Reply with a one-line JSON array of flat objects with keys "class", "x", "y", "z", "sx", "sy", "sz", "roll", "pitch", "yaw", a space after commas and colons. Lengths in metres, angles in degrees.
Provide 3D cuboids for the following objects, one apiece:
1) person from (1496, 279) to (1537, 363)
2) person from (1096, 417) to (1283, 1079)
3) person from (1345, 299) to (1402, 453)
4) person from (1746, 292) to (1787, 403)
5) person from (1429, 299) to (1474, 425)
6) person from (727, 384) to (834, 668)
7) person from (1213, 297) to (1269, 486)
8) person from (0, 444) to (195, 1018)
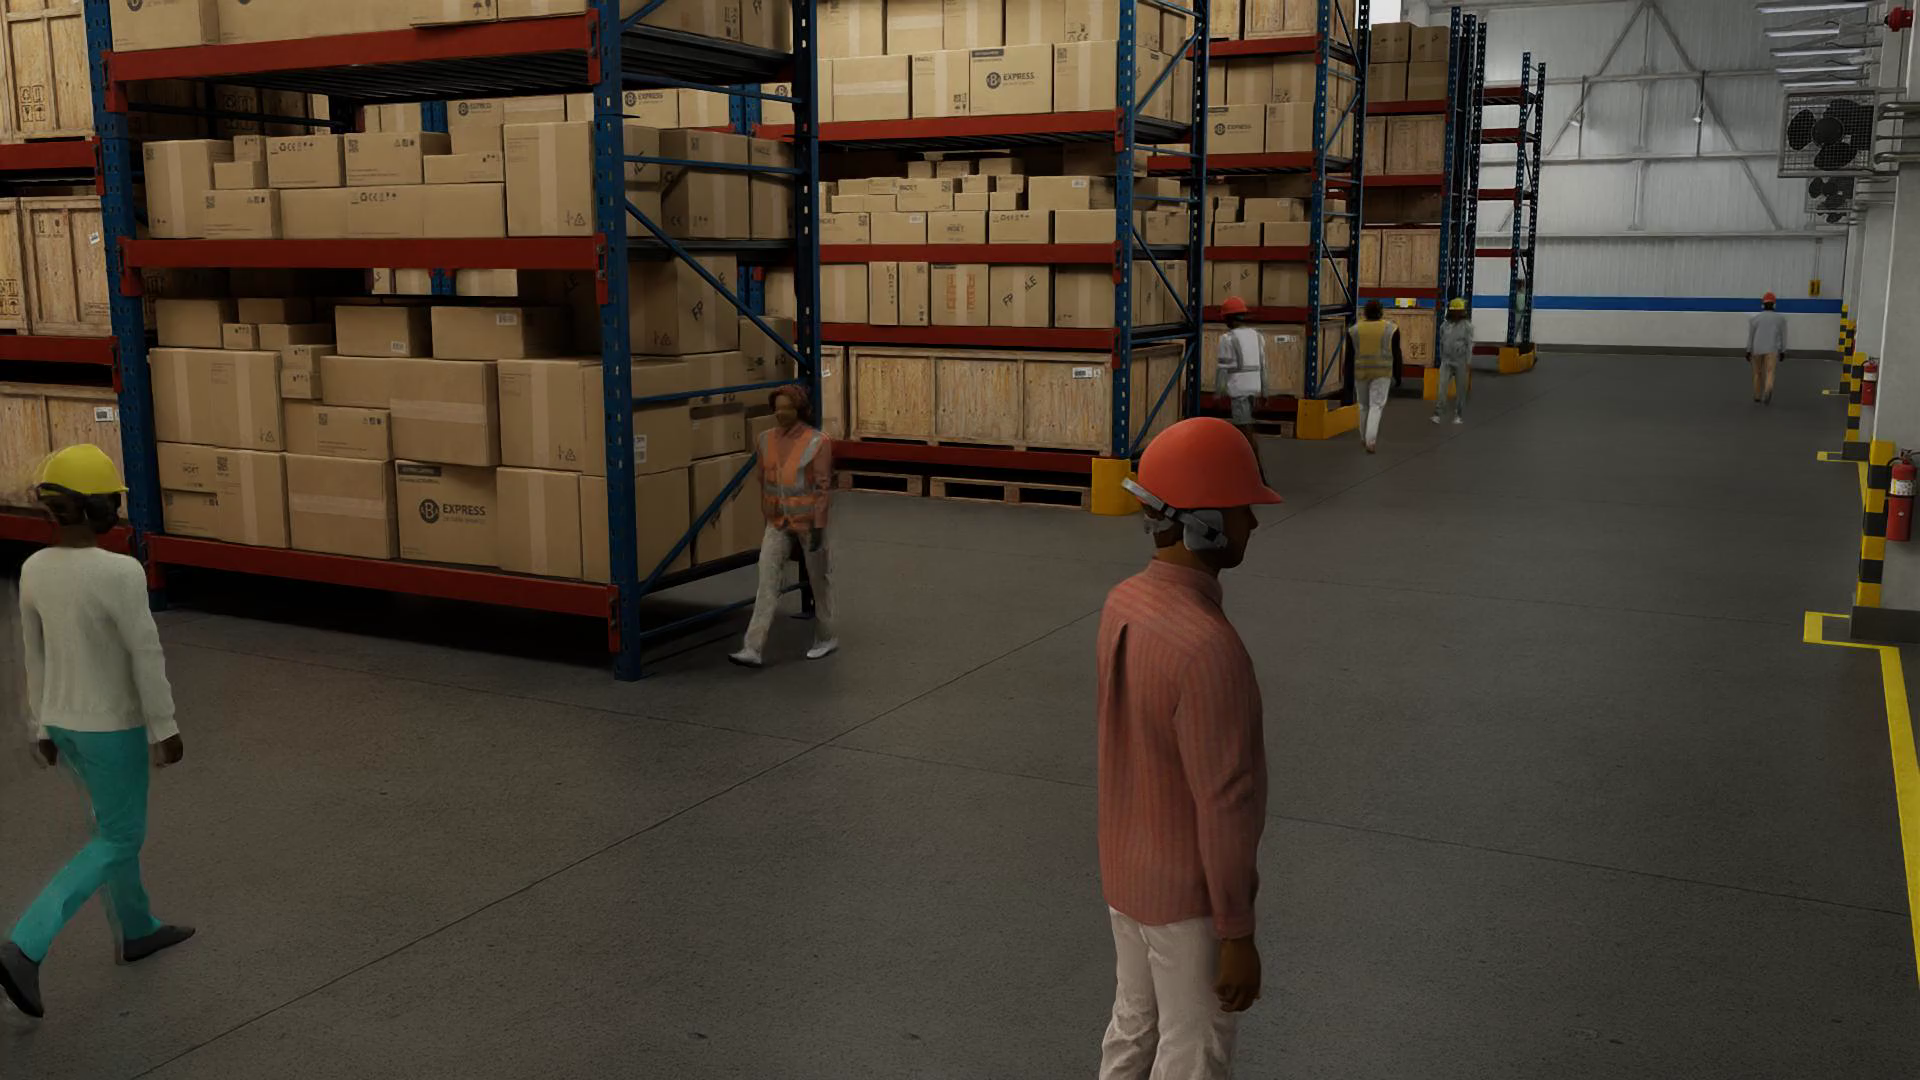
[{"class": "person", "x": 11.744, "y": -4.588, "z": 34.922, "sx": 0.572, "sy": 1.808, "sz": 0.927, "roll": -5, "pitch": 11, "yaw": -25}, {"class": "person", "x": 0.481, "y": 0.732, "z": 3.567, "sx": 0.376, "sy": 1.995, "sz": 0.609, "roll": -3, "pitch": 10, "yaw": -17}, {"class": "person", "x": 4.859, "y": -1.933, "z": 19.592, "sx": 0.625, "sy": 1.800, "sz": 0.961, "roll": 5, "pitch": 11, "yaw": 26}, {"class": "person", "x": 12.423, "y": -2.949, "z": 25.641, "sx": 0.569, "sy": 1.732, "sz": 0.674, "roll": 4, "pitch": 11, "yaw": 24}, {"class": "person", "x": 6.684, "y": -2.399, "z": 22.535, "sx": 0.502, "sy": 1.705, "sz": 0.852, "roll": 6, "pitch": 12, "yaw": 32}, {"class": "person", "x": -0.966, "y": -0.065, "z": 9.314, "sx": 0.518, "sy": 1.590, "sz": 0.864, "roll": 5, "pitch": 11, "yaw": 25}, {"class": "person", "x": 2.788, "y": -1.501, "z": 16.810, "sx": 0.553, "sy": 1.881, "sz": 0.970, "roll": -7, "pitch": 12, "yaw": -35}, {"class": "person", "x": -2.761, "y": 0.576, "z": 5.204, "sx": 0.531, "sy": 1.740, "sz": 0.736, "roll": 5, "pitch": 11, "yaw": 28}]
